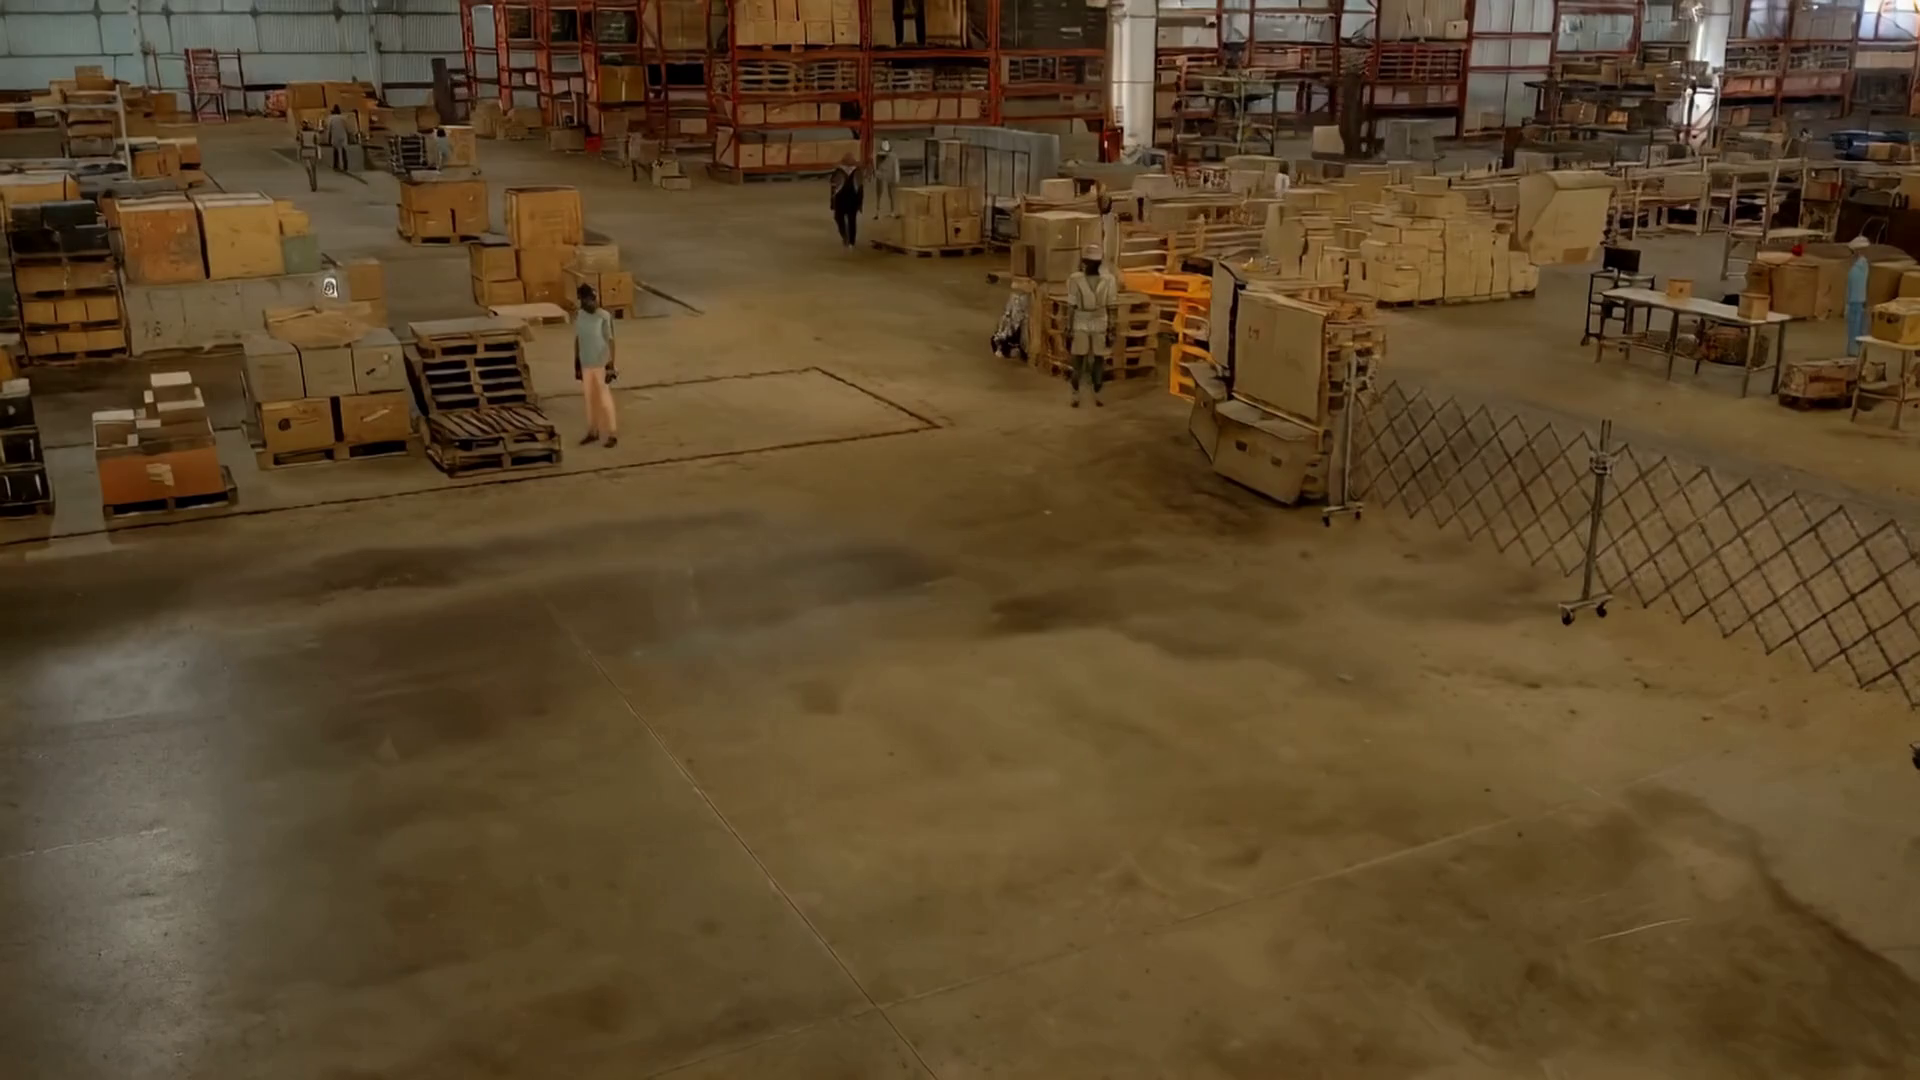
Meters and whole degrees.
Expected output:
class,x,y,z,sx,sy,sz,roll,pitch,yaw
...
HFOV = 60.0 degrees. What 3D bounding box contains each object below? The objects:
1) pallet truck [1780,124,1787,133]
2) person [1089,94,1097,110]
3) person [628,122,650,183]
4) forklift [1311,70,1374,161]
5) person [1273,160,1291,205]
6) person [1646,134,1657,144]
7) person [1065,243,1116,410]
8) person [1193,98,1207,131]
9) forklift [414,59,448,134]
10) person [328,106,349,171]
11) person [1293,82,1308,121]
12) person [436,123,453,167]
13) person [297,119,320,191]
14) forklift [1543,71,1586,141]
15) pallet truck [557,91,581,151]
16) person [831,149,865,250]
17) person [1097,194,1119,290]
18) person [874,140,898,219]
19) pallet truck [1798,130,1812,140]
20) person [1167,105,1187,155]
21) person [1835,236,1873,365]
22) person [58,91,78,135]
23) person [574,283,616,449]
class,x,y,z,sx,sy,sz,roll,pitch,yaw
pallet truck,25.206,-12.542,52.601,1.601,1.201,0.680,0,18,-2
person,4.744,-15.356,60.411,0.949,1.850,0.661,13,22,35
person,-9.045,-10.860,46.617,0.542,1.682,0.529,12,21,33
forklift,12.253,-13.450,52.765,1.873,2.768,1.129,8,19,24
person,6.833,-7.163,35.078,0.435,1.682,0.552,-8,19,-23
person,22.652,-13.247,54.190,0.746,1.605,0.502,-2,18,-5
person,1.588,-2.589,20.256,0.612,2.043,0.374,-1,18,-5
person,8.855,-15.527,60.848,0.647,1.881,0.645,-2,18,-5
forklift,-20.039,-17.113,64.184,1.873,2.768,1.129,0,18,1
person,-18.760,-12.130,50.226,0.632,1.897,1.041,-12,21,-34
person,13.802,-17.613,67.354,0.989,1.894,0.563,-5,18,-14
person,-13.125,-9.624,42.359,0.376,1.936,0.549,4,18,13
person,-17.485,-10.350,44.710,0.559,1.896,0.989,-11,21,-32
forklift,18.685,-13.231,52.085,1.873,2.768,1.129,-9,20,-26
pallet truck,-13.495,-14.412,57.188,0.823,1.965,1.885,-3,18,-9
person,-2.274,-6.878,33.631,0.698,2.000,0.636,-6,19,-17
person,2.408,-4.724,27.223,0.484,1.853,0.545,5,18,15
person,-1.749,-8.379,38.708,0.618,1.784,0.922,4,18,13
pallet truck,25.526,-11.556,49.408,1.630,1.274,0.653,-9,20,-26
person,7.271,-13.610,55.293,0.993,1.621,0.516,4,18,12
person,12.284,-3.283,22.867,0.313,1.768,0.522,13,22,35
person,-32.055,-15.235,59.933,0.608,1.887,0.674,0,18,0
person,-4.068,-1.939,18.516,0.534,1.864,0.310,7,19,21
